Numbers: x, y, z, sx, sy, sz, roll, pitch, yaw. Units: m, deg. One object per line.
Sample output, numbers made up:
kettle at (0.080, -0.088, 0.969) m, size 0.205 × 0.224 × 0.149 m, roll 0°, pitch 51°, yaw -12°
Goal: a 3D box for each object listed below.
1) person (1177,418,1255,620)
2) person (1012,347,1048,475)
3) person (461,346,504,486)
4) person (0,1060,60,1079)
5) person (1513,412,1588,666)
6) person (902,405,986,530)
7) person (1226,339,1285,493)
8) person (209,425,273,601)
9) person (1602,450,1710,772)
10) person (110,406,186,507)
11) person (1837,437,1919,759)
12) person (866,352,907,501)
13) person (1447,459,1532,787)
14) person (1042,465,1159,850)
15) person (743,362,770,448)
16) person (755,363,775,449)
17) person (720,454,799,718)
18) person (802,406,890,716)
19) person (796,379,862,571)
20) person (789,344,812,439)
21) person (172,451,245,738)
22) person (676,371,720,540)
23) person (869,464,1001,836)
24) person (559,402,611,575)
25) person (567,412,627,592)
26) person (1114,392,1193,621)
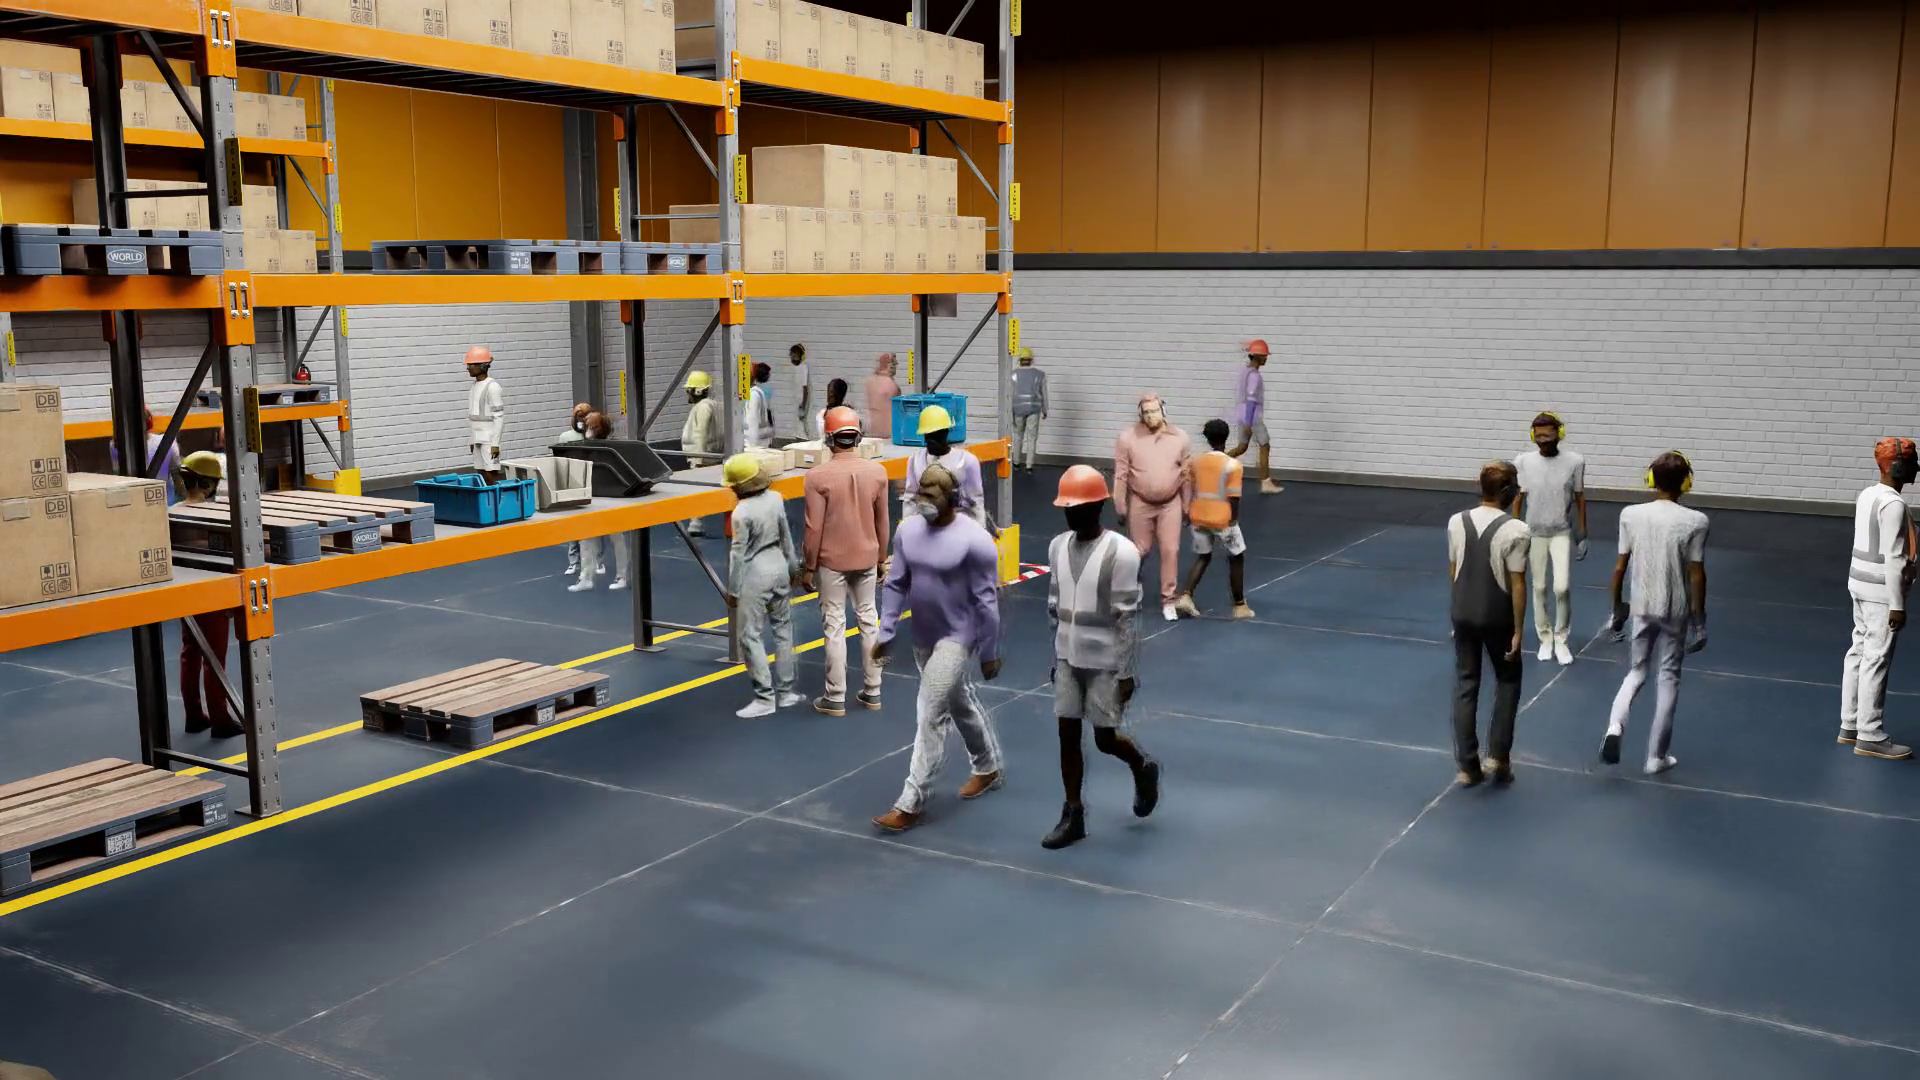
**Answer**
person at (2.080, -0.164, 13.592) m, size 0.536 × 1.668 × 0.565 m, roll 8°, pitch 12°, yaw 41°
person at (0.951, -1.852, 23.759) m, size 0.596 × 1.792 × 0.803 m, roll 1°, pitch 9°, yaw 3°
person at (-5.264, -1.110, 18.341) m, size 0.386 × 2.041 × 0.615 m, roll -8°, pitch 12°, yaw -40°
person at (-1.165, 1.552, 2.050) m, size 0.355 × 1.938 × 0.637 m, roll -4°, pitch 10°, yaw -24°
person at (4.280, -0.007, 12.084) m, size 0.536 × 1.837 × 0.627 m, roll 4°, pitch 10°, yaw 22°
person at (-0.161, -0.020, 12.007) m, size 0.592 × 1.887 × 0.834 m, roll 6°, pitch 11°, yaw 35°
person at (3.692, -1.589, 21.464) m, size 0.972 × 2.008 × 0.610 m, roll -1°, pitch 9°, yaw -6°
person at (-6.004, -0.186, 13.966) m, size 0.518 × 1.596 × 0.858 m, roll 7°, pitch 11°, yaw 36°
person at (3.924, 0.426, 9.364) m, size 0.529 × 1.854 × 0.521 m, roll 9°, pitch 12°, yaw 43°
person at (-6.890, -0.311, 14.233) m, size 0.599 × 1.775 × 1.043 m, roll 0°, pitch 9°, yaw 1°
person at (5.449, 0.334, 9.826) m, size 0.355 × 1.883 × 0.574 m, roll 2°, pitch 9°, yaw 11°
person at (-0.955, -1.392, 20.616) m, size 0.919 × 1.877 × 0.636 m, roll -6°, pitch 11°, yaw -35°
person at (2.929, 0.462, 9.225) m, size 0.497 × 1.821 × 0.504 m, roll 8°, pitch 12°, yaw 41°
person at (0.701, 0.564, 8.292) m, size 0.550 × 1.919 × 0.656 m, roll 8°, pitch 12°, yaw 41°
person at (-2.312, -1.041, 18.452) m, size 0.417 × 1.866 × 0.602 m, roll -1°, pitch 9°, yaw -5°
person at (-2.694, -1.514, 22.079) m, size 0.562 × 1.659 × 0.324 m, roll 8°, pitch 12°, yaw 42°
person at (-1.267, 0.272, 10.810) m, size 0.324 × 1.699 × 0.621 m, roll 6°, pitch 11°, yaw 35°
person at (-0.744, 0.132, 10.738) m, size 0.622 × 1.992 × 0.396 m, roll -6°, pitch 11°, yaw -32°
person at (-1.183, -0.618, 15.896) m, size 0.635 × 1.847 × 1.019 m, roll 9°, pitch 13°, yaw 44°
person at (-2.329, -1.954, 24.284) m, size 0.448 × 1.829 × 0.671 m, roll -4°, pitch 10°, yaw -22°
person at (-4.630, 0.331, 10.234) m, size 0.524 × 1.761 × 0.327 m, roll 6°, pitch 11°, yaw 32°
person at (-2.668, -0.890, 17.666) m, size 0.658 × 1.818 × 0.592 m, roll -2°, pitch 9°, yaw -10°
person at (-0.085, 0.527, 8.678) m, size 0.623 × 1.882 × 1.057 m, roll 9°, pitch 13°, yaw 44°
person at (-3.531, -0.481, 15.692) m, size 0.499 × 1.633 × 0.281 m, roll -1°, pitch 9°, yaw -4°
person at (-3.230, -0.328, 14.789) m, size 0.525 × 1.601 × 0.693 m, roll 6°, pitch 11°, yaw 33°
person at (1.607, -0.305, 13.861) m, size 0.664 × 1.876 × 0.778 m, roll 0°, pitch 9°, yaw -3°
